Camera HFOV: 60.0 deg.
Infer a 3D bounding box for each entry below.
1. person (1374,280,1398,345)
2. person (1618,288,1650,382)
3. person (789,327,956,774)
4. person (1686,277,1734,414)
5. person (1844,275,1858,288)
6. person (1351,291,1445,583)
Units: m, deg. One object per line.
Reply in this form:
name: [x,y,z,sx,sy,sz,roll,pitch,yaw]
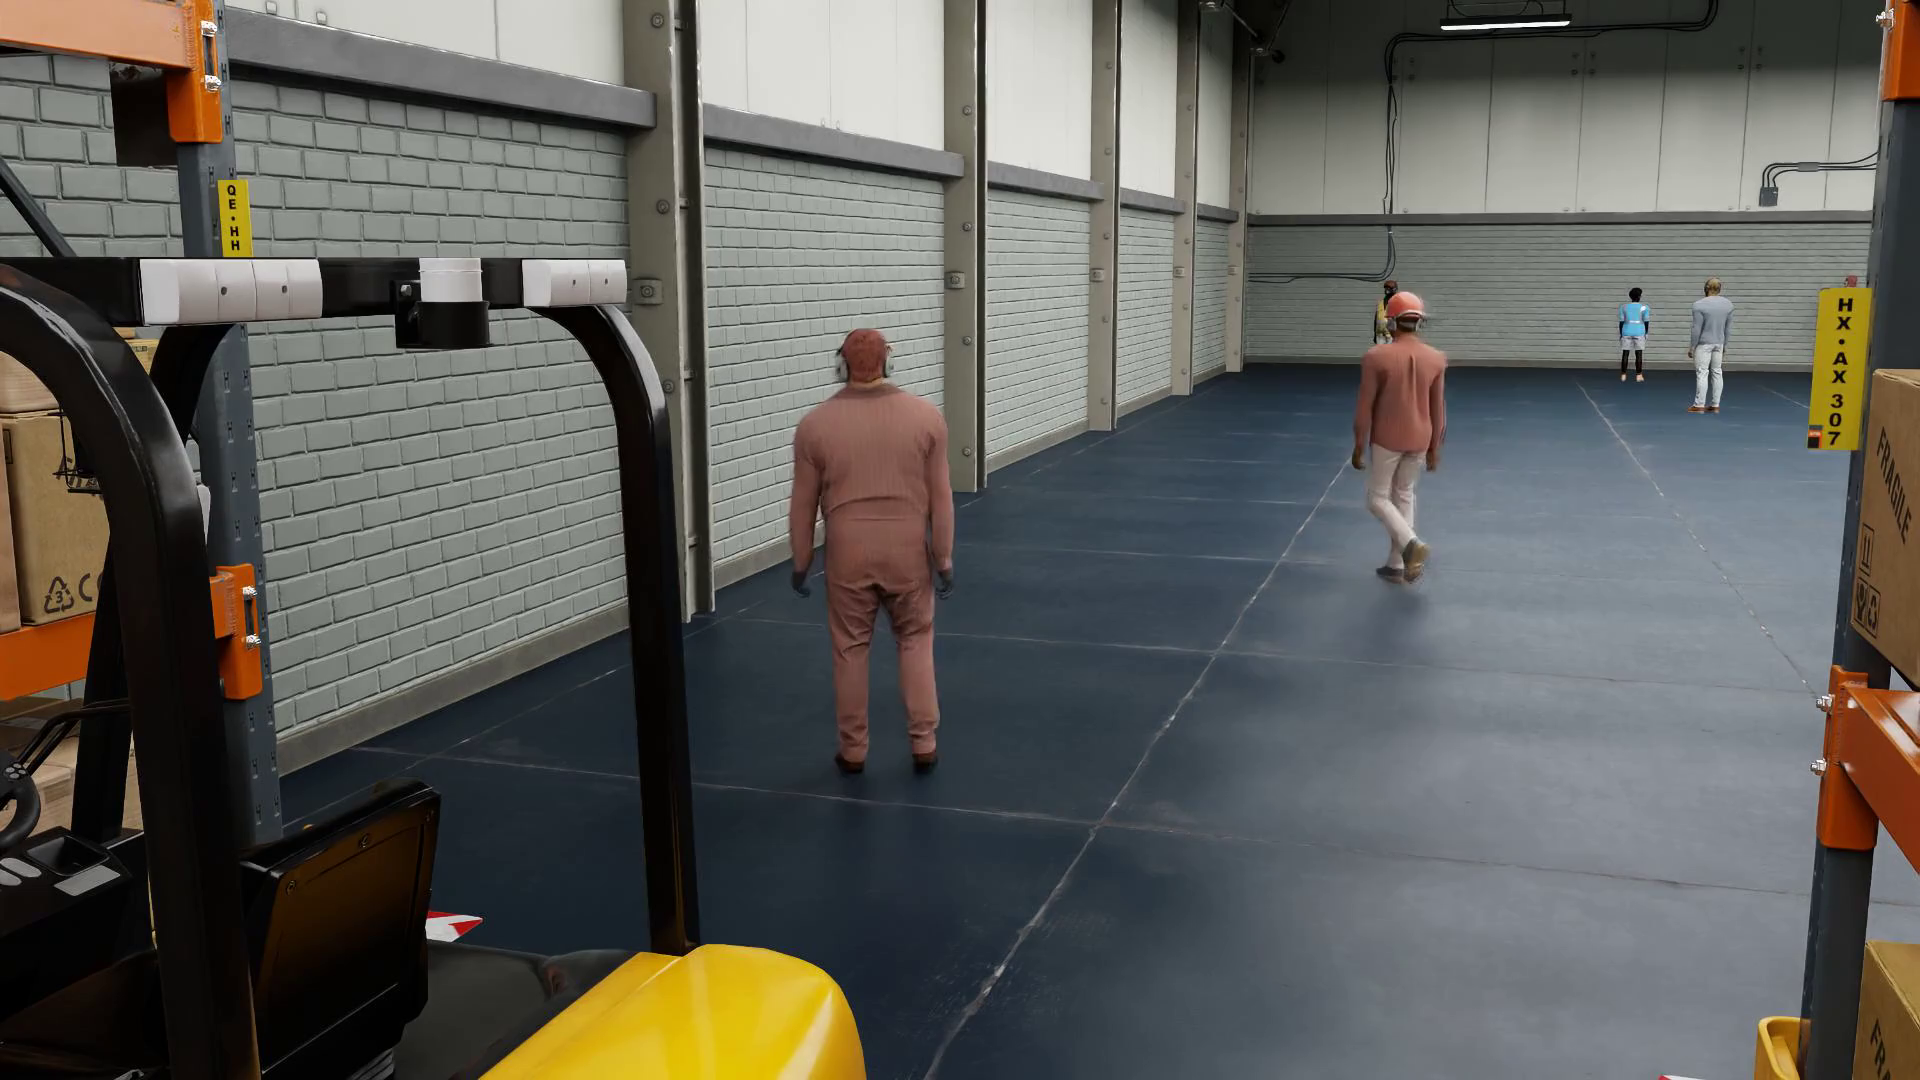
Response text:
person: [7.297,-3.488,28.311,0.429,1.842,0.626,-8,12,-39]
person: [12.152,-3.700,30.008,0.529,1.694,0.321,6,11,31]
person: [-0.375,0.059,7.007,0.694,1.903,0.407,-1,10,-5]
person: [10.681,-2.768,23.726,0.629,1.940,0.372,-2,10,-14]
person: [16.918,-4.093,31.712,0.651,1.907,0.409,-1,10,-7]
person: [2.959,-0.656,11.048,0.626,1.973,0.696,-3,10,-16]
